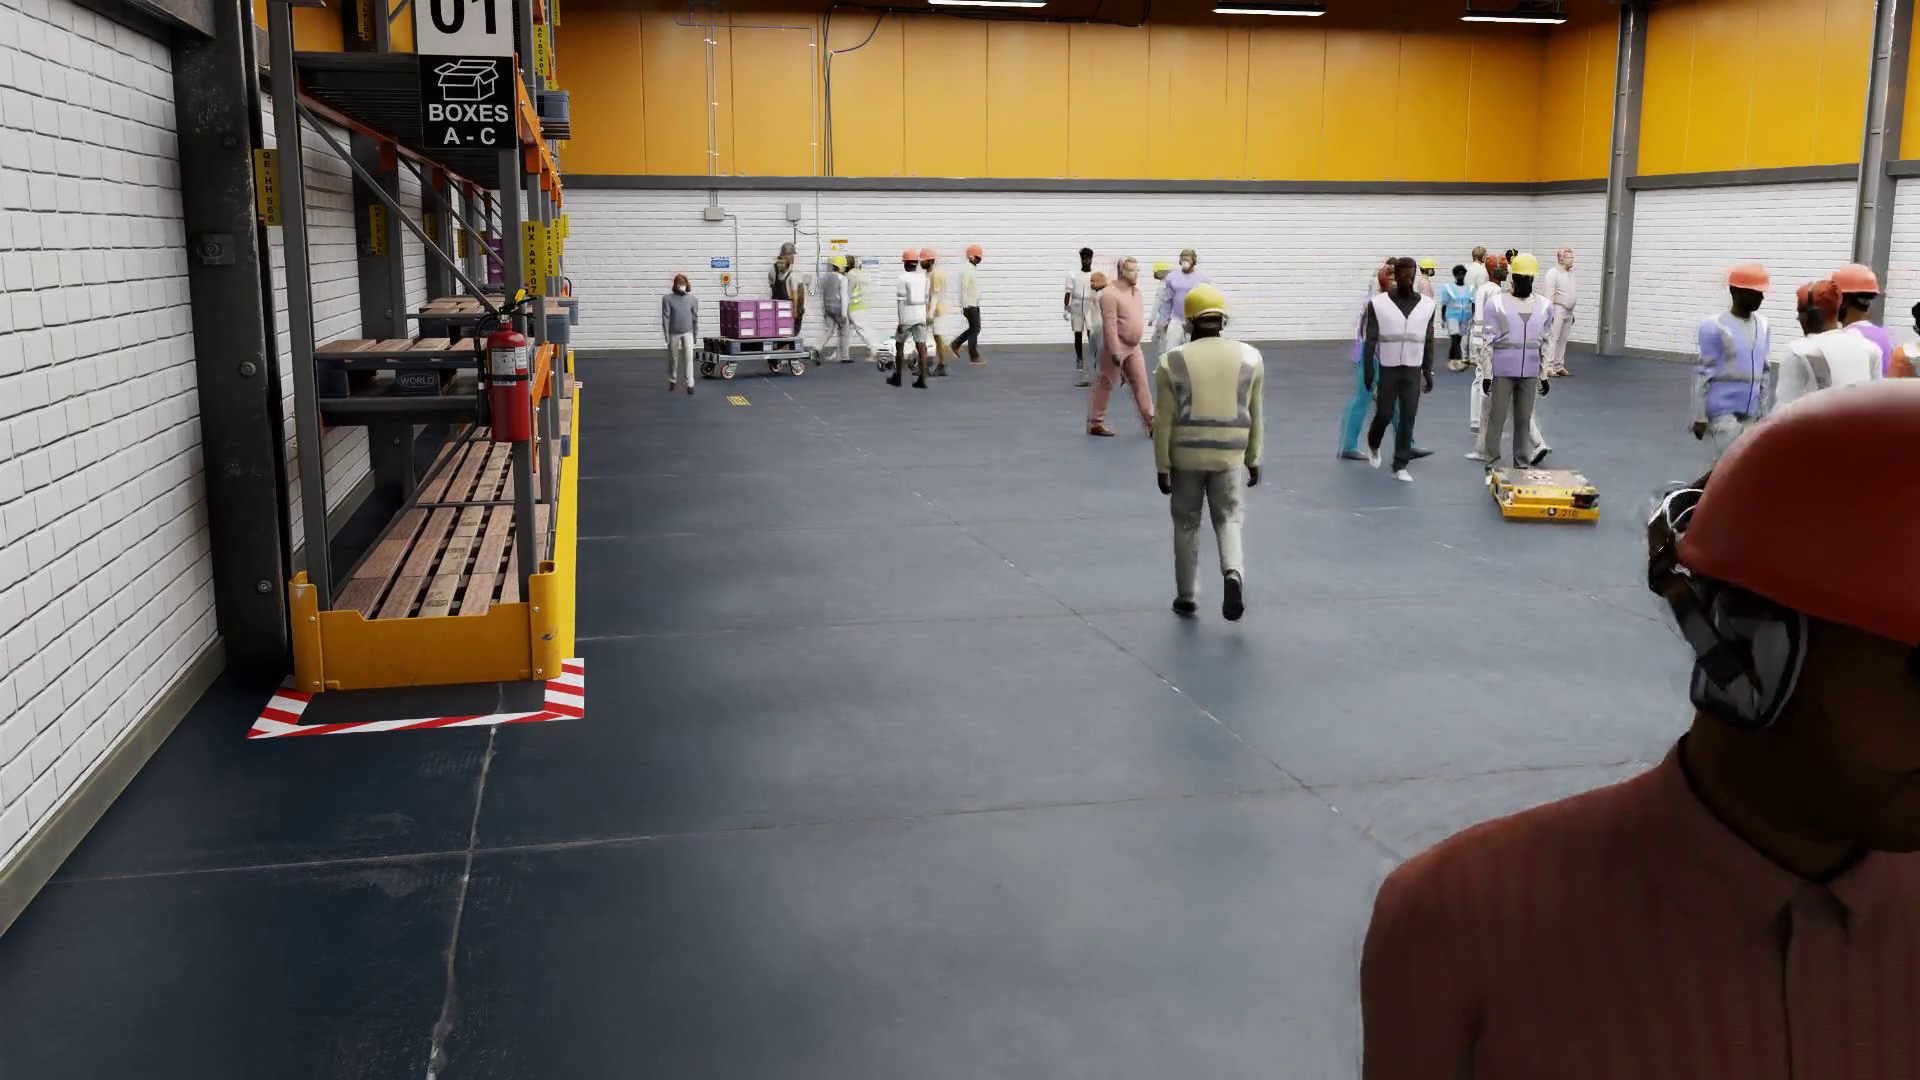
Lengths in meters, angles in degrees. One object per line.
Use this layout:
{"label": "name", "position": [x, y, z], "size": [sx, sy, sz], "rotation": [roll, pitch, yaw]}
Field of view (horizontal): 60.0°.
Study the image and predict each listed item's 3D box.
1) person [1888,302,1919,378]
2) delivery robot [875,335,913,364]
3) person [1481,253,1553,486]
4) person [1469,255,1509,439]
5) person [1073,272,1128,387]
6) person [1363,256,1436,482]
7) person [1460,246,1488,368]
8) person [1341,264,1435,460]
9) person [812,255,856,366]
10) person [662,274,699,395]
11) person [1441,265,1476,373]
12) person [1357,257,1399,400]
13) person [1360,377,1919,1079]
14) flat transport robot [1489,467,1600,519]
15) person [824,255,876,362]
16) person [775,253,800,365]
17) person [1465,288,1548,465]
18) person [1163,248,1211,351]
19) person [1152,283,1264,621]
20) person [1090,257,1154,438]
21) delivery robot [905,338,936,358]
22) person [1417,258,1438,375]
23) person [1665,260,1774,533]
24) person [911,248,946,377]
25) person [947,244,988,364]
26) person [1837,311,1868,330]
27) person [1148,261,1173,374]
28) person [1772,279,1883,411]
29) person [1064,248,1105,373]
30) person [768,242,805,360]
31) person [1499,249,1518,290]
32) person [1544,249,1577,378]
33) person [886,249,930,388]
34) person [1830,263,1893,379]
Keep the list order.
{"label": "person", "position": [6.192, -0.724, 10.764], "size": [0.537, 1.657, 0.769], "rotation": [0, 10, -2]}
{"label": "delivery robot", "position": [-1.027, -2.950, 25.909], "size": [0.477, 0.478, 0.707], "rotation": [5, 11, 26]}
{"label": "person", "position": [4.604, -1.399, 13.767], "size": [0.587, 1.929, 0.360], "rotation": [-1, 10, -5]}
{"label": "person", "position": [5.475, -1.986, 17.149], "size": [0.355, 1.883, 0.574], "rotation": [0, 10, -2]}
{"label": "person", "position": [1.981, -2.898, 22.968], "size": [0.752, 1.606, 0.510], "rotation": [1, 10, 4]}
{"label": "person", "position": [3.737, -1.466, 14.218], "size": [0.595, 1.902, 0.612], "rotation": [-1, 10, -3]}
{"label": "person", "position": [8.247, -3.723, 26.617], "size": [0.371, 1.941, 0.627], "rotation": [-2, 10, -12]}
{"label": "person", "position": [3.929, -1.604, 15.231], "size": [0.903, 1.803, 0.578], "rotation": [7, 12, 34]}
{"label": "person", "position": [-2.050, -3.721, 26.992], "size": [0.801, 1.799, 0.608], "rotation": [-10, 14, -44]}
{"label": "person", "position": [-3.731, -2.754, 22.206], "size": [0.495, 1.592, 0.873], "rotation": [-3, 11, -17]}
{"label": "person", "position": [7.691, -3.399, 25.605], "size": [0.530, 1.632, 0.882], "rotation": [-1, 10, -7]}
{"label": "person", "position": [5.342, -2.668, 21.117], "size": [0.443, 1.826, 0.618], "rotation": [-6, 12, -32]}
{"label": "person", "position": [0.617, 0.822, 1.426], "size": [0.605, 1.954, 0.958], "rotation": [0, 10, 0]}
{"label": "flat transport robot", "position": [4.430, -0.370, 12.663], "size": [0.652, 0.197, 1.431], "rotation": [2, 11, 13]}
{"label": "person", "position": [-1.763, -3.863, 27.815], "size": [0.956, 1.803, 0.618], "rotation": [-1, 10, -4]}
{"label": "person", "position": [-2.841, -3.736, 27.010], "size": [0.403, 1.825, 0.532], "rotation": [-6, 12, -31]}
{"label": "person", "position": [5.030, -1.486, 15.146], "size": [0.526, 1.606, 0.805], "rotation": [-6, 12, -31]}
{"label": "person", "position": [2.940, -2.833, 21.718], "size": [0.653, 1.925, 0.515], "rotation": [5, 11, 25]}
{"label": "person", "position": [1.313, -0.444, 8.793], "size": [0.604, 1.814, 0.638], "rotation": [-1, 10, -3]}
{"label": "person", "position": [1.732, -1.967, 17.104], "size": [0.981, 1.851, 0.673], "rotation": [9, 14, 42]}
{"label": "delivery robot", "position": [-0.669, -3.063, 26.538], "size": [0.477, 0.478, 0.707], "rotation": [5, 11, 26]}
{"label": "person", "position": [7.077, -3.401, 25.314], "size": [0.313, 1.769, 0.525], "rotation": [1, 10, 6]}
{"label": "person", "position": [5.021, -0.883, 10.968], "size": [0.553, 1.913, 0.742], "rotation": [-4, 11, -23]}
{"label": "person", "position": [-0.479, -3.379, 24.772], "size": [0.654, 1.911, 0.561], "rotation": [-5, 11, -24]}
{"label": "person", "position": [0.130, -3.887, 27.427], "size": [0.623, 1.971, 0.641], "rotation": [3, 11, 15]}
{"label": "person", "position": [12.103, -2.862, 22.723], "size": [0.518, 1.621, 0.370], "rotation": [8, 13, 39]}
{"label": "person", "position": [3.050, -3.332, 25.040], "size": [0.497, 1.719, 0.503], "rotation": [3, 11, 15]}
{"label": "person", "position": [4.520, -0.423, 8.634], "size": [0.622, 1.828, 1.014], "rotation": [-3, 11, -17]}
{"label": "person", "position": [1.907, -3.514, 25.545], "size": [0.615, 1.903, 0.922], "rotation": [2, 10, 11]}
{"label": "person", "position": [-2.915, -3.981, 27.765], "size": [0.690, 2.000, 0.758], "rotation": [7, 12, 34]}
{"label": "person", "position": [10.131, -4.419, 30.667], "size": [0.328, 1.872, 0.508], "rotation": [-2, 10, -12]}
{"label": "person", "position": [8.972, -3.378, 24.794], "size": [0.655, 1.906, 0.407], "rotation": [-8, 13, -38]}
{"label": "person", "position": [-0.726, -3.067, 23.072], "size": [0.564, 1.903, 0.837], "rotation": [-7, 13, -35]}
{"label": "person", "position": [4.816, -0.577, 9.287], "size": [0.561, 1.898, 0.880], "rotation": [-6, 12, -32]}
